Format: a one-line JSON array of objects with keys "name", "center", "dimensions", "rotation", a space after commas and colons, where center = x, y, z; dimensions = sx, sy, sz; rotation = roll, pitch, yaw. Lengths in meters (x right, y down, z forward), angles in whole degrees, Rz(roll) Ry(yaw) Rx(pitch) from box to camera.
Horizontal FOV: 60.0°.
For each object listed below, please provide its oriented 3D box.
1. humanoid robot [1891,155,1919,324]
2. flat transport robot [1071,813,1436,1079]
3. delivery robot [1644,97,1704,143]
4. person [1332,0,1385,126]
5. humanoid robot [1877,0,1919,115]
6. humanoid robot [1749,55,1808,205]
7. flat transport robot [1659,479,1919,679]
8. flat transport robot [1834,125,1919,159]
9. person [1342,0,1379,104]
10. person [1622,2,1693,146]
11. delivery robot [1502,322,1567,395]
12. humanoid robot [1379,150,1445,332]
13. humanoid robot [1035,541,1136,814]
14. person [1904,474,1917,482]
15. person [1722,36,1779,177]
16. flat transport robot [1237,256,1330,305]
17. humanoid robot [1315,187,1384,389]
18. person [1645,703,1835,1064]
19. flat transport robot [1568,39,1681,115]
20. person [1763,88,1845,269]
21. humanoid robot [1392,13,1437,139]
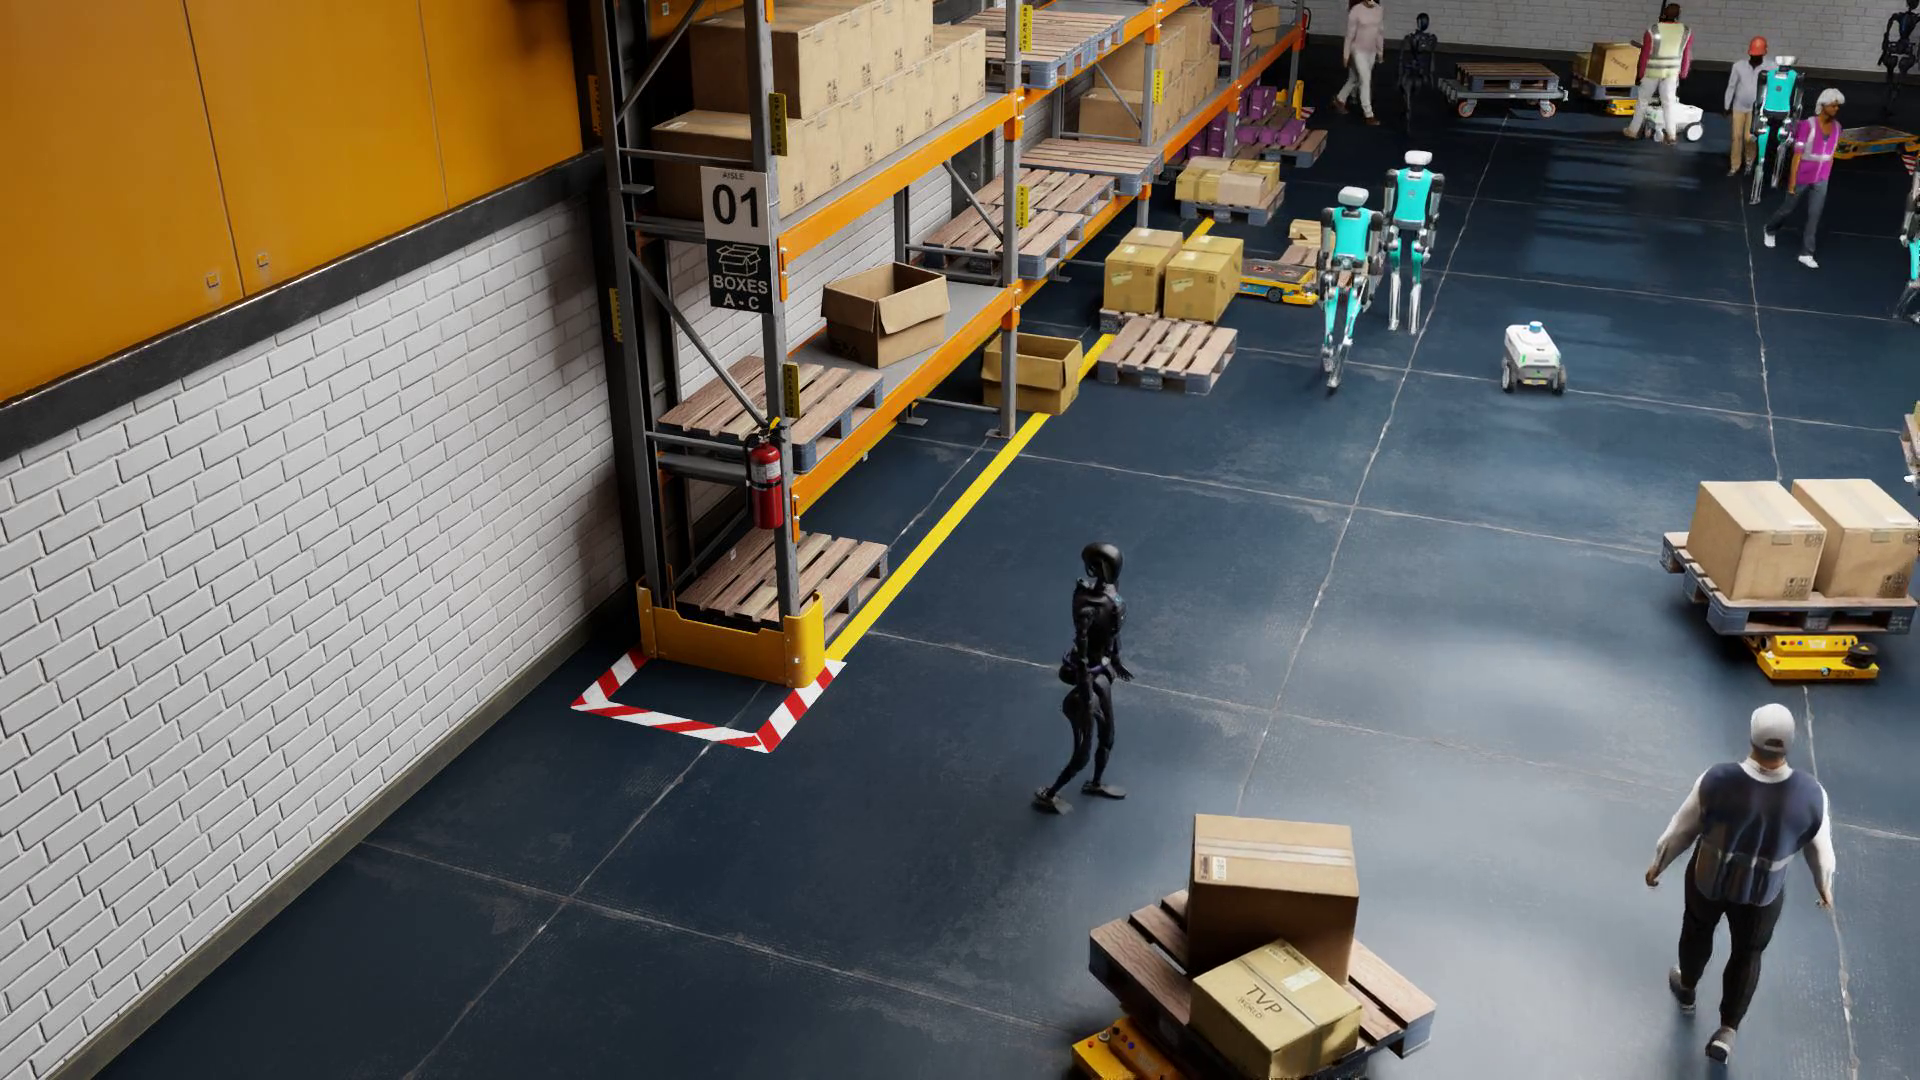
[{"name": "humanoid robot", "center": [9.240, -2.875, 15.735], "dimensions": [0.548, 1.781, 0.732], "rotation": [3, 27, 5]}, {"name": "flat transport robot", "center": [1.272, 2.195, 7.492], "dimensions": [1.431, 0.231, 0.659], "rotation": [-16, 31, -28]}, {"name": "delivery robot", "center": [9.613, -5.667, 22.417], "dimensions": [0.742, 0.582, 0.520], "rotation": [-3, 27, -5]}, {"name": "person", "center": [5.572, -6.804, 23.186], "dimensions": [0.641, 1.897, 0.970], "rotation": [-15, 31, -27]}, {"name": "humanoid robot", "center": [13.396, -6.915, 23.639], "dimensions": [0.589, 1.629, 0.645], "rotation": [24, 36, 38]}, {"name": "humanoid robot", "center": [9.682, -4.891, 19.708], "dimensions": [0.546, 1.781, 1.053], "rotation": [18, 32, 30]}, {"name": "flat transport robot", "center": [5.321, 0.464, 10.851], "dimensions": [0.659, 0.231, 1.431], "rotation": [0, 27, 0]}, {"name": "flat transport robot", "center": [11.897, -5.231, 21.898], "dimensions": [1.431, 0.231, 0.659], "rotation": [-10, 29, -18]}, {"name": "person", "center": [5.771, -7.250, 24.034], "dimensions": [0.541, 1.903, 0.483], "rotation": [-10, 29, -19]}, {"name": "person", "center": [9.326, -6.177, 22.065], "dimensions": [0.660, 1.816, 0.810], "rotation": [0, 27, -1]}, {"name": "delivery robot", "center": [5.002, -1.624, 14.562], "dimensions": [0.499, 0.570, 0.747], "rotation": [2, 27, 4]}, {"name": "humanoid robot", "center": [4.204, -2.773, 15.606], "dimensions": [0.538, 1.873, 0.678], "rotation": [9, 29, 17]}, {"name": "humanoid robot", "center": [0.666, 0.726, 8.840], "dimensions": [0.448, 1.662, 0.601], "rotation": [11, 29, 21]}, {"name": "person", "center": [7.463, -1.096, 12.385], "dimensions": [0.267, 1.631, 0.506], "rotation": [-2, 27, -3]}, {"name": "person", "center": [9.710, -5.333, 20.511], "dimensions": [0.569, 1.723, 0.404], "rotation": [22, 35, 36]}, {"name": "flat transport robot", "center": [2.982, -2.658, 16.906], "dimensions": [1.431, 0.231, 0.659], "rotation": [13, 30, 23]}, {"name": "humanoid robot", "center": [3.253, -2.087, 14.184], "dimensions": [0.541, 1.746, 0.942], "rotation": [10, 29, 19]}, {"name": "person", "center": [3.416, 1.483, 7.263], "dimensions": [0.755, 1.732, 0.731], "rotation": [9, 29, 18]}, {"name": "flat transport robot", "center": [9.580, -6.427, 24.218], "dimensions": [0.659, 0.231, 1.431], "rotation": [-1, 27, -3]}, {"name": "person", "center": [8.921, -3.848, 17.518], "dimensions": [0.520, 1.821, 0.831], "rotation": [-2, 27, -3]}, {"name": "humanoid robot", "center": [6.097, -6.302, 22.494], "dimensions": [0.592, 1.639, 0.755], "rotation": [-7, 28, -13]}]
